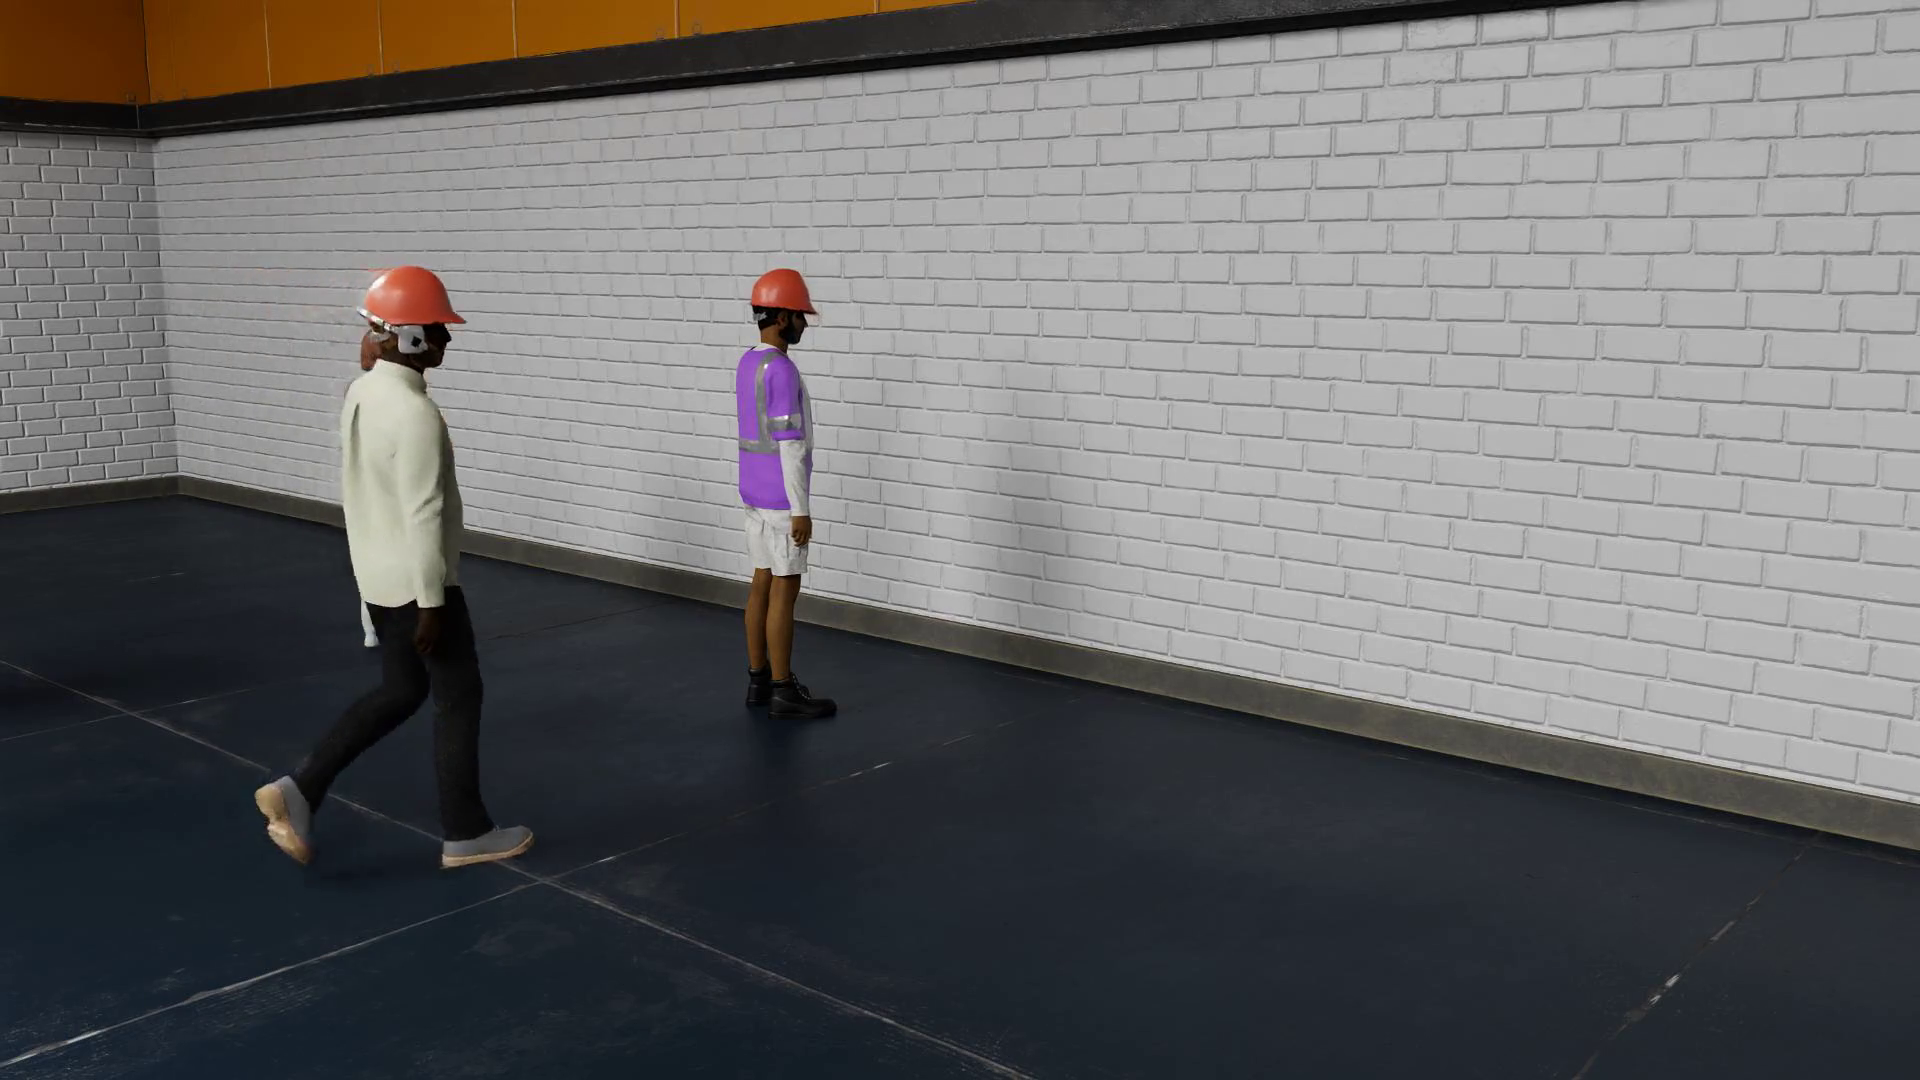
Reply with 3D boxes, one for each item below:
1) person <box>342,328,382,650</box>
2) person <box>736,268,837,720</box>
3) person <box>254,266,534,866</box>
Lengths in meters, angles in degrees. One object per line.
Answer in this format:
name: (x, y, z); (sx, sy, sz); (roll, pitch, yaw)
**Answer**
person: (-2.848, -0.246, 8.325); (0.524, 1.639, 0.308); (4, 11, 22)
person: (-0.767, -0.194, 7.183); (0.359, 1.936, 0.544); (-5, 11, -27)
person: (-1.819, 0.122, 5.290); (0.764, 1.969, 0.619); (-8, 13, -39)
